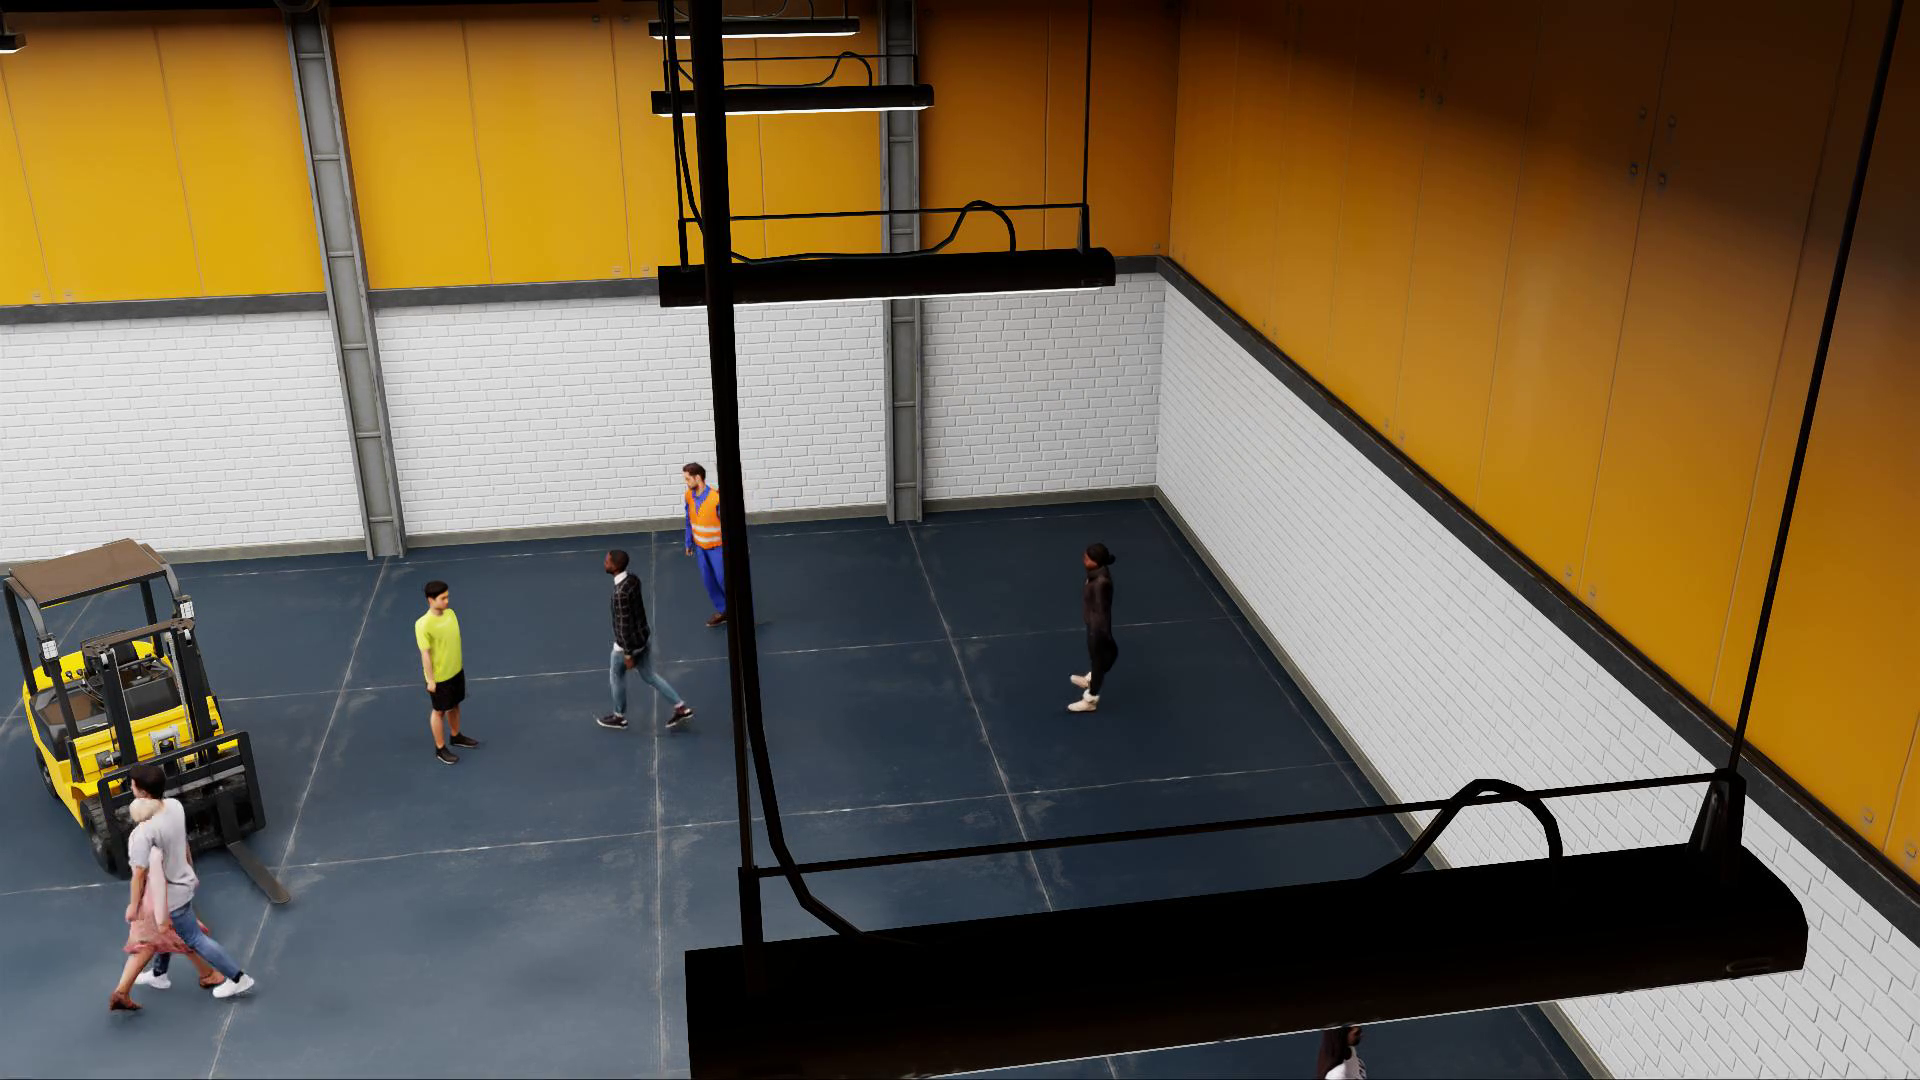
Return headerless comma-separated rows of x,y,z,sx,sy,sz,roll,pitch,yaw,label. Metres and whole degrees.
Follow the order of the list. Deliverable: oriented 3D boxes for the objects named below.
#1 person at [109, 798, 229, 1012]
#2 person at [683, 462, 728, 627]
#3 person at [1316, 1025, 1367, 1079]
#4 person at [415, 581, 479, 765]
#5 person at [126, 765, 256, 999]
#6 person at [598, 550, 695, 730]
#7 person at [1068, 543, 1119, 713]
-5.645,2.565,11.534,1.147,1.653,0.972,-21,31,-40,person
-2.482,0.068,17.043,0.877,1.817,0.957,7,25,15,person
2.120,3.390,9.495,0.635,1.775,0.660,5,24,11,person
-4.583,1.135,14.737,0.694,1.707,0.700,8,25,18,person
-5.418,2.433,11.589,1.197,1.852,0.772,-1,24,-2,person
-2.874,0.950,15.072,1.253,1.779,0.964,4,24,8,person
1.177,0.793,15.579,0.743,1.659,0.635,-1,24,-3,person
